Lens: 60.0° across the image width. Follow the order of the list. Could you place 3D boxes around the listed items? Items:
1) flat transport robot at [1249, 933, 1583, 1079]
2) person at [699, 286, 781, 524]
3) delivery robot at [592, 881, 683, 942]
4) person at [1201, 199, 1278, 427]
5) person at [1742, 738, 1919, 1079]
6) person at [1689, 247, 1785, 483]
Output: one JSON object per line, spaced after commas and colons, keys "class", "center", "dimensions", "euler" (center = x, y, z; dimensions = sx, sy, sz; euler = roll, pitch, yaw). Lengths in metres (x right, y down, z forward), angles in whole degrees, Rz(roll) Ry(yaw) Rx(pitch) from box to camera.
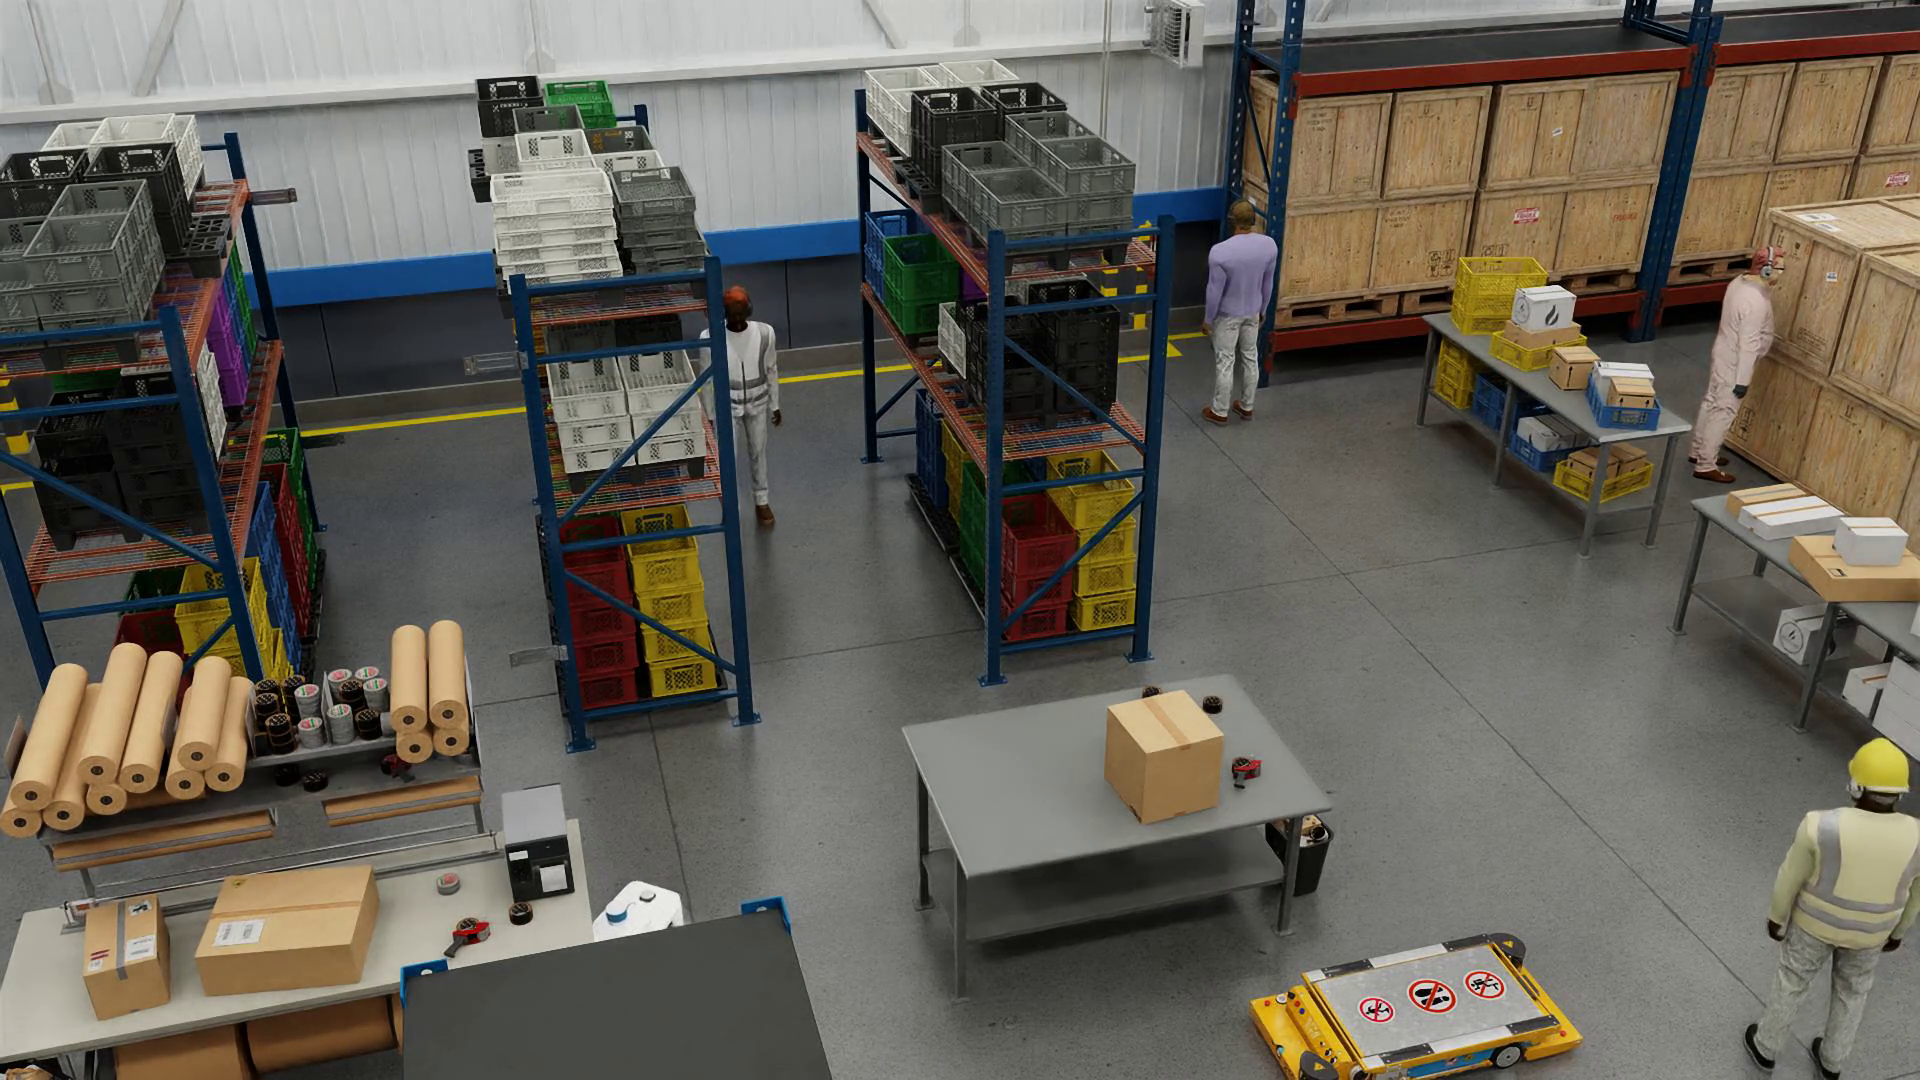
{"class": "flat transport robot", "center": [2.184, 2.282, 7.980], "dimensions": [1.431, 0.197, 0.652], "euler": [-8, 30, -14]}
{"class": "person", "center": [-1.607, -0.975, 12.245], "dimensions": [0.582, 1.882, 0.338], "euler": [-9, 30, -16]}
{"class": "delivery robot", "center": [-1.660, 1.982, 8.140], "dimensions": [0.477, 0.478, 0.707], "euler": [12, 31, 20]}
{"class": "person", "center": [2.296, -1.881, 13.843], "dimensions": [0.627, 1.934, 0.372], "euler": [-12, 31, -20]}
{"class": "person", "center": [3.952, 1.686, 7.468], "dimensions": [0.593, 1.823, 0.403], "euler": [7, 30, 12]}
{"class": "person", "center": [6.075, -1.372, 12.959], "dimensions": [0.398, 1.900, 0.635], "euler": [5, 29, 9]}
